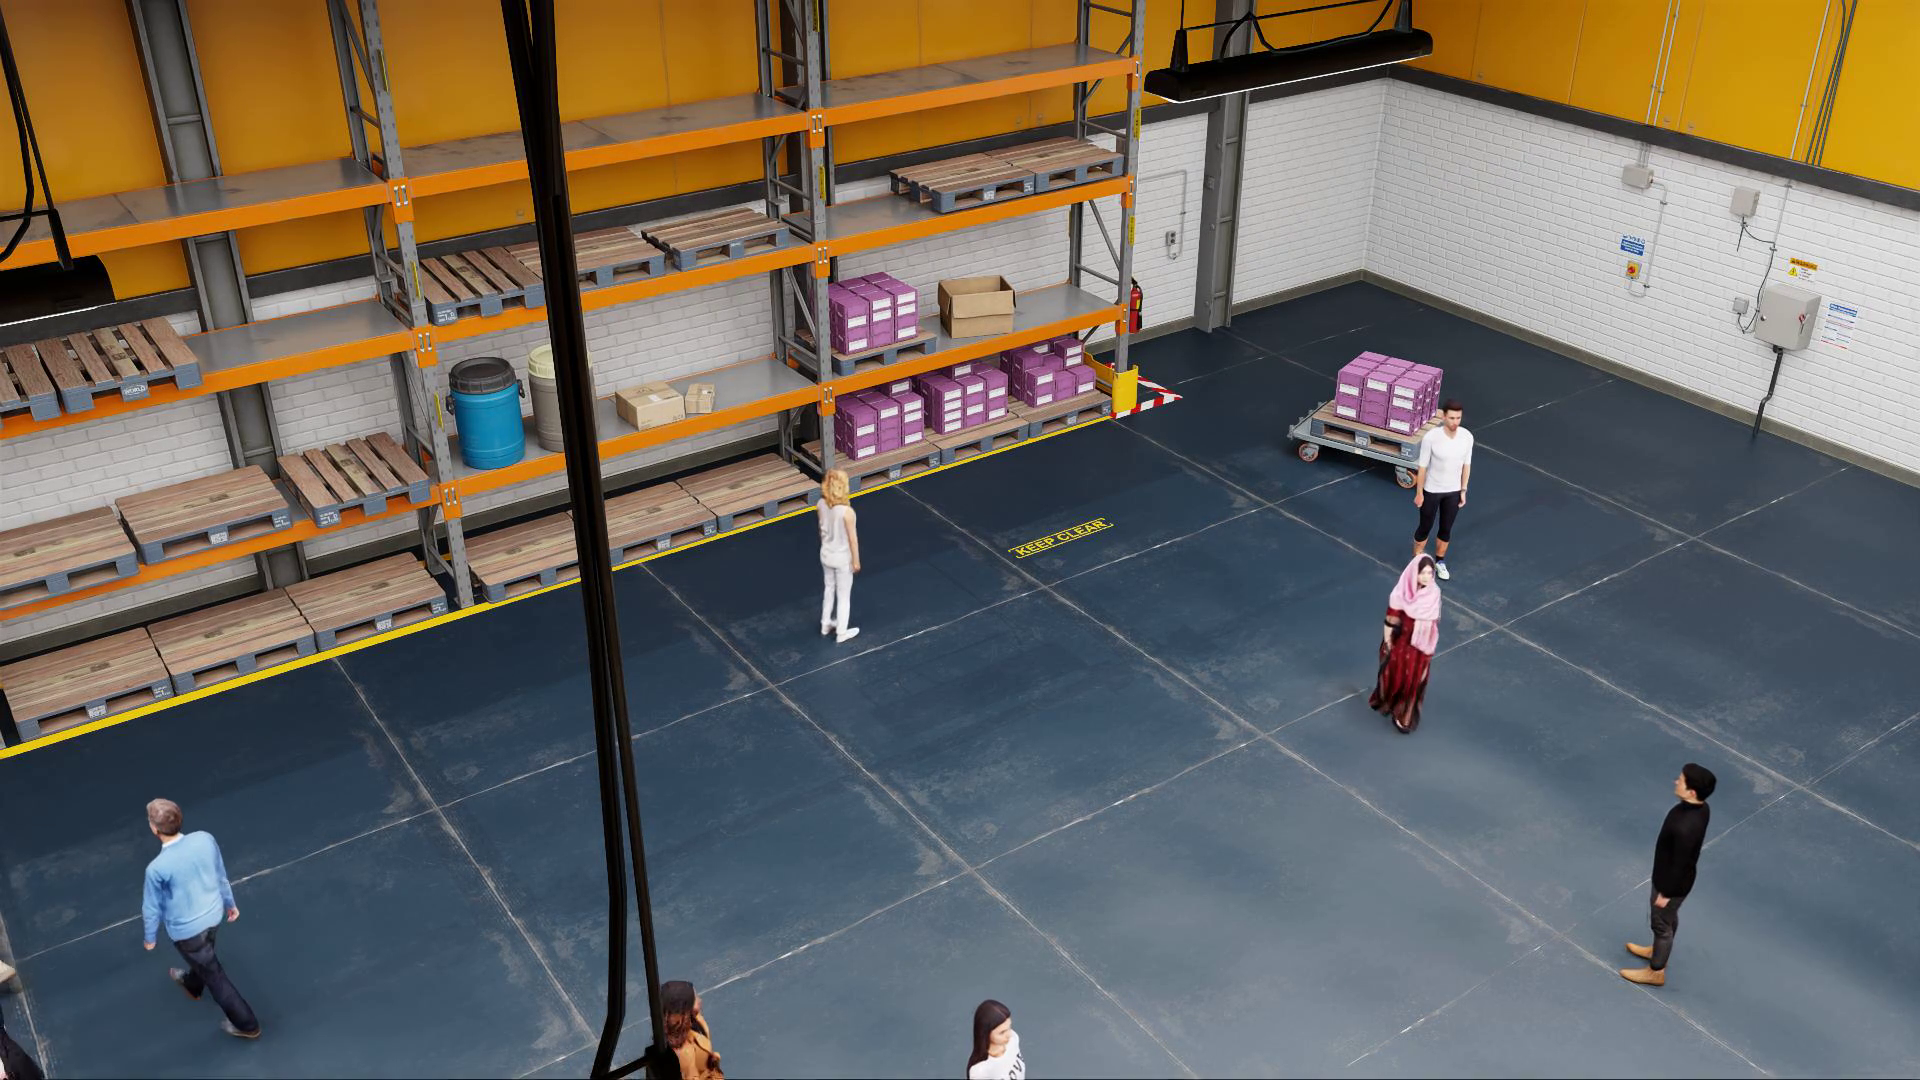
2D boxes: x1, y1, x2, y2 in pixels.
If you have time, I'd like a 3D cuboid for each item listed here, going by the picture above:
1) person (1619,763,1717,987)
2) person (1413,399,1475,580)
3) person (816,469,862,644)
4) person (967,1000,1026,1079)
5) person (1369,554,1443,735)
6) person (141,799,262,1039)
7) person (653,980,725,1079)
[{"bbox_3d":[4.727,2.207,11.010,0.780,1.722,0.627,17,33,28],"label":"person"},{"bbox_3d":[4.585,-0.497,15.836,0.682,1.848,0.798,-2,29,-4],"label":"person"},{"bbox_3d":[-1.112,0.135,14.863,0.637,1.670,0.616,22,36,35],"label":"person"},{"bbox_3d":[0.166,3.214,9.110,0.724,1.774,0.607,13,31,23],"label":"person"},{"bbox_3d":[3.660,0.802,13.674,0.763,1.639,0.865,-5,29,-9],"label":"person"},{"bbox_3d":[-4.771,2.441,10.526,1.086,1.775,1.159,12,31,22],"label":"person"},{"bbox_3d":[-1.598,3.164,9.290,1.199,1.690,0.999,-4,29,-7],"label":"person"}]
